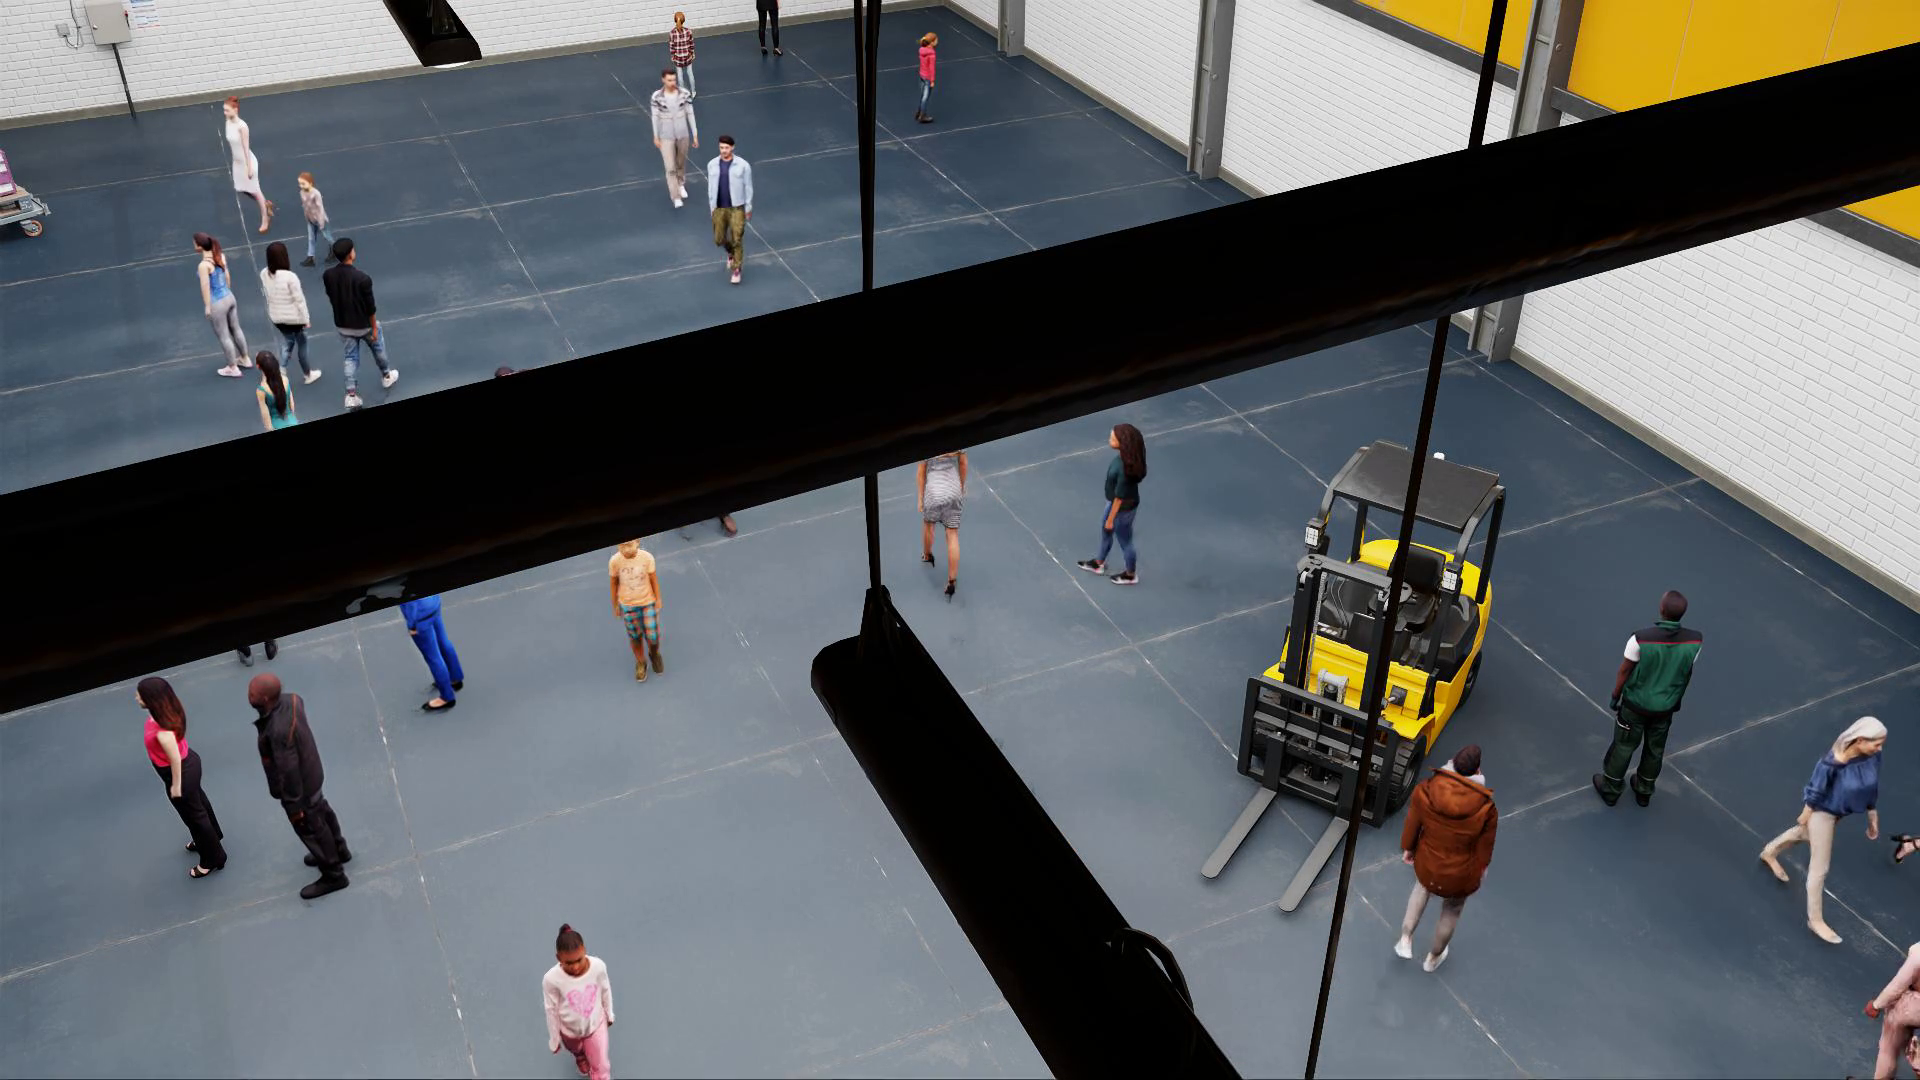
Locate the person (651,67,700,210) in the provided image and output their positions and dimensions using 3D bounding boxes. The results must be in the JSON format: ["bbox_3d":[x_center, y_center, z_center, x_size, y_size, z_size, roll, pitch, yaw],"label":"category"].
[{"bbox_3d":[-3.762,-5.315,21.797,0.719,1.816,1.137,-13,36,-18],"label":"person"}]

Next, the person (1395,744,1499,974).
[{"bbox_3d":[3.092,2.099,10.633,0.829,1.827,0.912,21,39,29],"label":"person"}]

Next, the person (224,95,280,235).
[{"bbox_3d":[-8.899,-4.735,20.954,0.772,1.783,0.814,20,38,27],"label":"person"}]

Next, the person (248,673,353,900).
[{"bbox_3d":[-4.487,1.632,11.345,0.787,1.816,0.581,-9,35,-14],"label":"person"}]

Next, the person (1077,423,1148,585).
[{"bbox_3d":[1.486,-0.288,14.424,0.895,1.604,0.866,6,34,9],"label":"person"}]

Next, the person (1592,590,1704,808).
[{"bbox_3d":[4.992,1.162,12.035,0.764,1.835,0.757,1,34,1],"label":"person"}]

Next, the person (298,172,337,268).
[{"bbox_3d":[-7.819,-3.937,20.309,0.793,1.168,0.851,12,35,17],"label":"person"}]

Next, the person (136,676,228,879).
[{"bbox_3d":[-5.405,1.613,11.515,0.640,1.660,0.459,-13,36,-18],"label":"person"}]

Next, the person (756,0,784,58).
[{"bbox_3d":[-3.145,-8.723,27.064,0.678,1.661,0.742,12,35,18],"label":"person"}]

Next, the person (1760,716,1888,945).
[{"bbox_3d":[5.809,1.793,11.249,0.610,1.654,1.075,-13,36,-19],"label":"person"}]

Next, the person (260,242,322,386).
[{"bbox_3d":[-7.102,-2.331,17.477,0.871,1.628,0.948,8,34,12],"label":"person"}]

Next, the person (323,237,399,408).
[{"bbox_3d":[-6.288,-2.213,17.161,1.078,1.781,1.259,3,34,5],"label":"person"}]

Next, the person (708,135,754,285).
[{"bbox_3d":[-2.720,-3.973,19.789,0.878,1.804,0.937,5,34,7],"label":"person"}]

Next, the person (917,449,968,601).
[{"bbox_3d":[-0.126,-0.292,14.263,0.744,1.791,1.003,-8,34,-11],"label":"person"}]

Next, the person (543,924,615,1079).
[{"bbox_3d":[-2.282,2.820,9.917,0.633,1.419,1.022,-10,35,-15],"label":"person"}]

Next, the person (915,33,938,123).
[{"bbox_3d":[-0.519,-6.821,24.526,0.580,1.302,0.478,-13,36,-19],"label":"person"}]

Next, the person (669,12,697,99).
[{"bbox_3d":[-4.240,-7.413,25.416,0.544,1.305,0.516,-11,35,-17],"label":"person"}]

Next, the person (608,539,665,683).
[{"bbox_3d":[-2.600,0.466,13.427,0.611,1.453,0.638,-5,34,-8],"label":"person"}]

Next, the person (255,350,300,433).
[{"bbox_3d":[-6.204,-0.966,15.387,0.825,1.668,0.757,17,37,24],"label":"person"}]

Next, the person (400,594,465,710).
[{"bbox_3d":[-4.198,0.560,13.066,0.761,1.696,0.648,1,34,1],"label":"person"}]

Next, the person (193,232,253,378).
[{"bbox_3d":[-7.914,-2.538,17.807,0.725,1.608,0.648,7,34,10],"label":"person"}]
